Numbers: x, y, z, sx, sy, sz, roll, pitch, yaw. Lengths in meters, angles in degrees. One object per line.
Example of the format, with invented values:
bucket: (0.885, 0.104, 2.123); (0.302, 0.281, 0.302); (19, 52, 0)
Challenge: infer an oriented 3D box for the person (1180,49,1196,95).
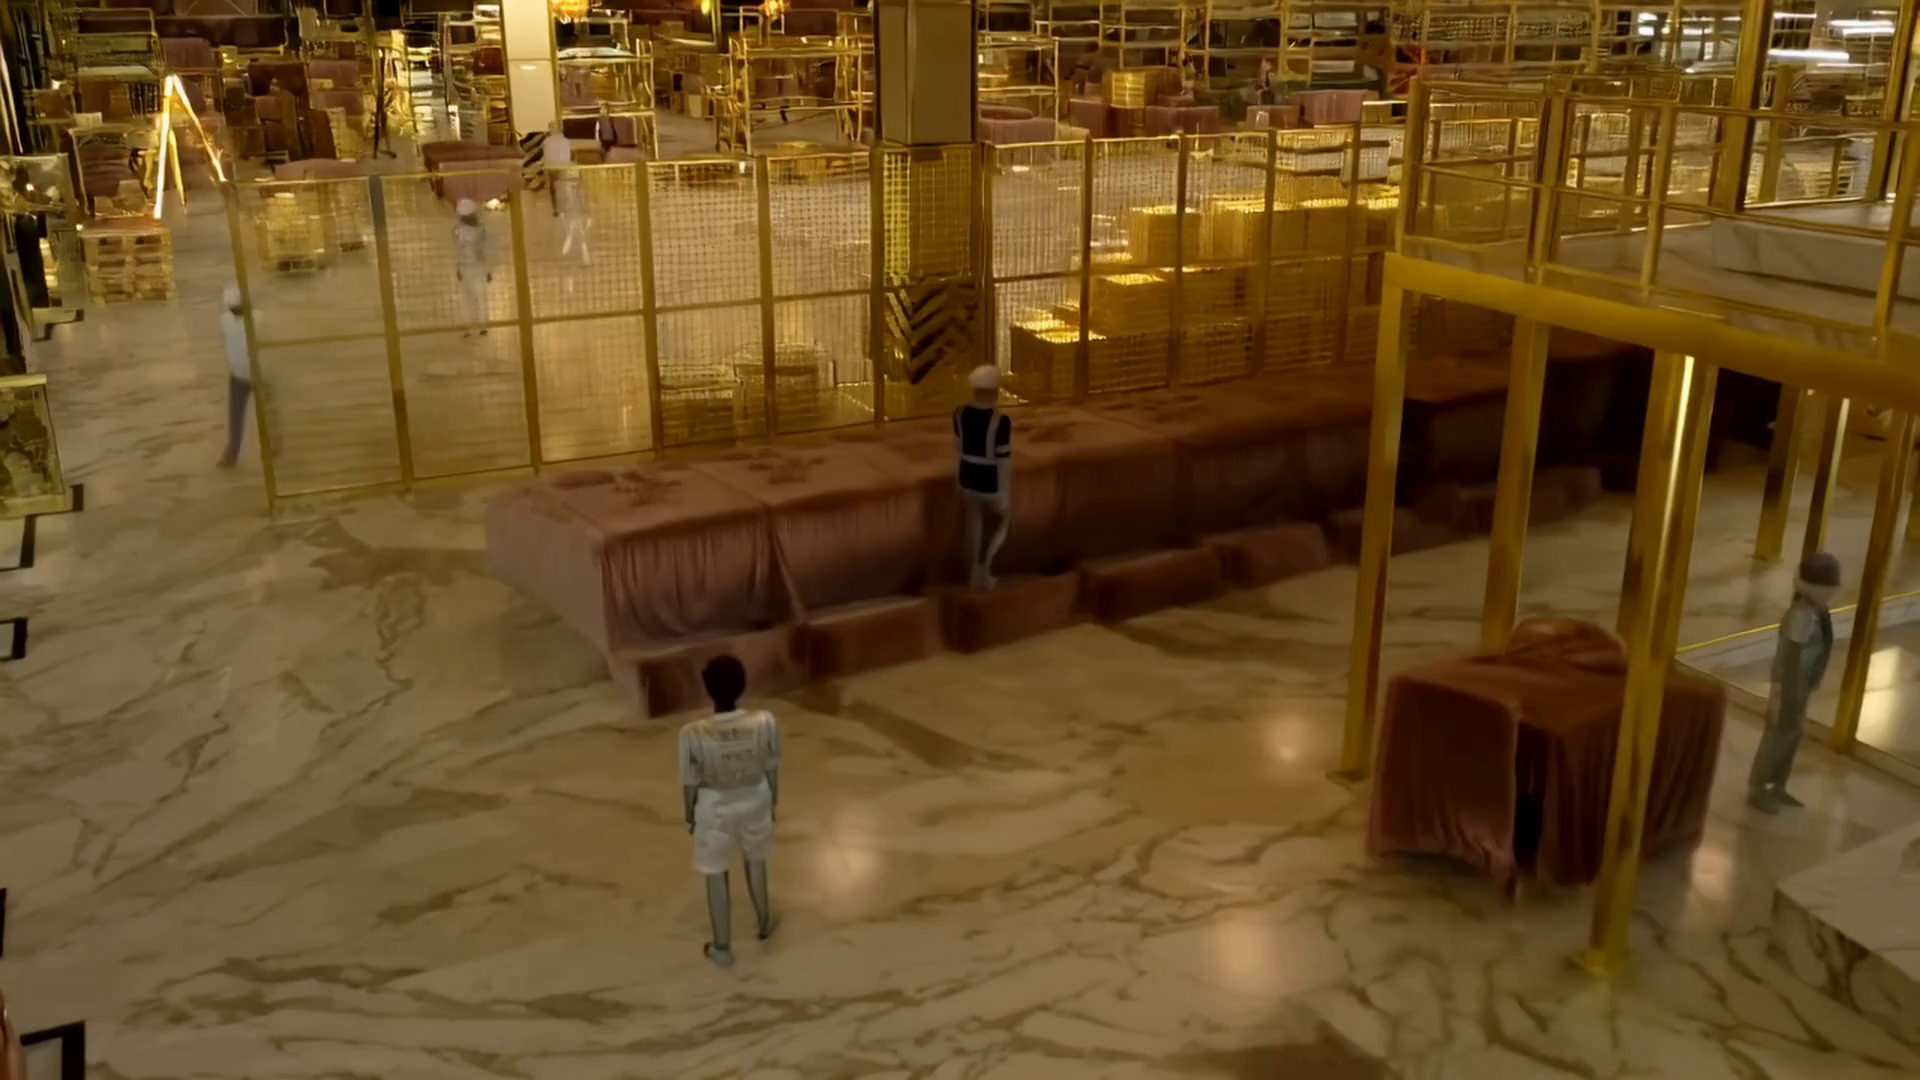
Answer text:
person: (8.678, -17.678, 63.319); (0.613, 1.945, 0.708); (-1, 19, -4)

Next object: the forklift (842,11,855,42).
forklift: (-5.575, -25.067, 83.336); (1.873, 2.768, 1.129); (-9, 21, -25)

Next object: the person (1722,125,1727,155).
person: (17.748, -8.948, 38.090); (0.638, 1.914, 0.854); (-1, 19, -2)

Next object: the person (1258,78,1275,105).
person: (9.383, -13.348, 51.186); (0.554, 1.659, 0.797); (-1, 19, -4)

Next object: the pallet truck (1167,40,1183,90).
pallet truck: (9.045, -19.971, 69.895); (0.823, 1.965, 1.885); (-3, 19, -8)

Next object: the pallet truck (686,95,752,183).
pallet truck: (-5.836, -9.608, 39.856); (0.823, 1.965, 1.885); (10, 22, 27)

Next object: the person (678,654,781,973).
person: (-1.161, 1.384, 8.445); (0.540, 1.695, 0.317); (-9, 21, -25)

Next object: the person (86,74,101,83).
person: (-30.287, -15.761, 58.259); (0.513, 1.614, 0.742); (-14, 23, -35)

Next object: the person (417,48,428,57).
person: (-25.489, -23.014, 78.827); (0.558, 1.921, 0.389); (-13, 23, -32)

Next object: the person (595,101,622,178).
person: (-8.547, -9.748, 40.519); (0.946, 1.822, 0.555); (15, 24, 37)

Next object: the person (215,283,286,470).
person: (-7.283, -1.651, 16.896); (0.671, 1.925, 0.977); (5, 20, 15)

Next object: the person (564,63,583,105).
person: (-13.848, -16.357, 59.584); (0.635, 1.884, 1.014); (-17, 25, -41)

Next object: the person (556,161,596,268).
person: (-6.518, -5.499, 28.194); (0.633, 1.817, 0.658); (7, 20, 19)

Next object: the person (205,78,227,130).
person: (-23.462, -13.918, 52.519); (0.584, 1.882, 0.337); (-7, 20, -20)

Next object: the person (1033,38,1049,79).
person: (3.686, -21.821, 75.503); (0.673, 1.878, 0.841); (5, 20, 15)

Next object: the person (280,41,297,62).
person: (-28.545, -20.241, 70.772); (0.635, 1.934, 0.351); (-9, 21, -25)

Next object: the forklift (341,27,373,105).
forklift: (-22.275, -17.346, 60.954); (1.873, 2.768, 1.129); (-9, 21, -25)

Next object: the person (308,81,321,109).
person: (-19.143, -12.726, 49.299); (0.466, 1.725, 0.502); (7, 20, 20)

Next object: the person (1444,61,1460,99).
person: (16.692, -15.287, 56.492); (1.012, 1.875, 0.554); (1, 19, 2)

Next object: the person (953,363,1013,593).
person: (0.200, -0.493, 13.550); (0.547, 1.922, 0.397); (11, 22, 29)

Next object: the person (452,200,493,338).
person: (-6.722, -3.746, 23.016); (0.583, 1.901, 0.596); (0, 19, -1)

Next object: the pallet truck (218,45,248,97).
pallet truck: (-28.879, -18.665, 66.111); (0.823, 1.965, 1.885); (-3, 19, -9)

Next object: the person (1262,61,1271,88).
person: (10.471, -15.348, 56.657); (0.817, 1.891, 0.598); (2, 19, 6)

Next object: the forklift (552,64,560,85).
forklift: (-18.281, -20.877, 71.189); (1.129, 2.768, 1.873); (14, 23, 34)

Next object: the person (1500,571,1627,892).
person: (3.355, 1.021, 9.351); (0.637, 1.791, 0.958); (8, 21, 22)

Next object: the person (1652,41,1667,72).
person: (33.335, -22.982, 78.838); (1.037, 1.847, 0.657); (-6, 20, -16)

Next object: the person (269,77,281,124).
person: (-20.326, -12.843, 49.485); (0.704, 1.820, 0.553); (12, 22, 31)

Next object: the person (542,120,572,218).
person: (-8.254, -7.660, 34.249); (0.616, 1.972, 0.764); (2, 19, 5)

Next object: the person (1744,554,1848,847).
person: (4.893, 0.913, 9.706); (0.533, 1.768, 0.310); (-17, 25, -40)
